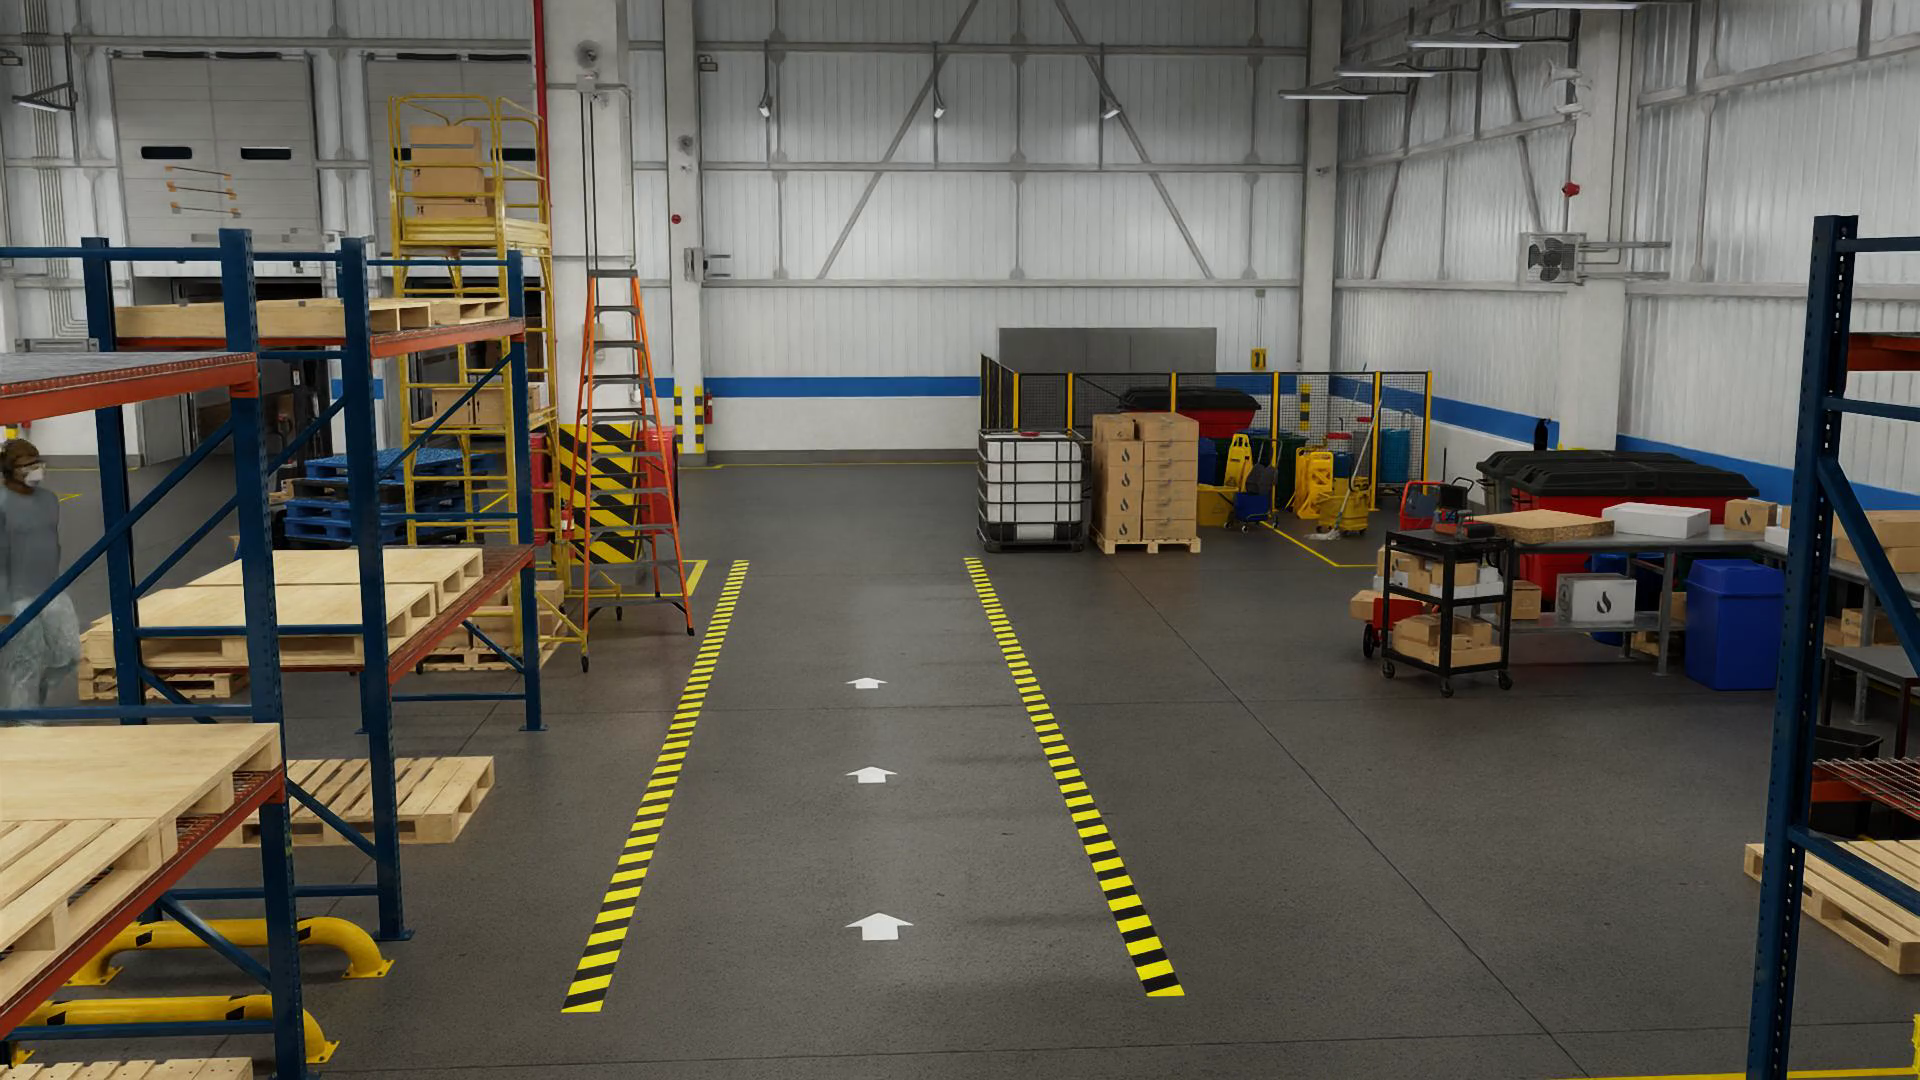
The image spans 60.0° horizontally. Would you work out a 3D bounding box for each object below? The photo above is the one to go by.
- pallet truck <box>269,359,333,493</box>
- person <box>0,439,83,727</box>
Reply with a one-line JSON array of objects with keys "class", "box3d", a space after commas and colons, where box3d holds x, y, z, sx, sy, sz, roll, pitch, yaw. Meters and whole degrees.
[{"class": "pallet truck", "box3d": [-7.062, -1.131, 18.996, 1.885, 1.965, 0.823, 2, 9, 13]}, {"class": "person", "box3d": [-5.532, 0.355, 9.892, 0.463, 1.924, 0.623, 2, 9, 15]}]
